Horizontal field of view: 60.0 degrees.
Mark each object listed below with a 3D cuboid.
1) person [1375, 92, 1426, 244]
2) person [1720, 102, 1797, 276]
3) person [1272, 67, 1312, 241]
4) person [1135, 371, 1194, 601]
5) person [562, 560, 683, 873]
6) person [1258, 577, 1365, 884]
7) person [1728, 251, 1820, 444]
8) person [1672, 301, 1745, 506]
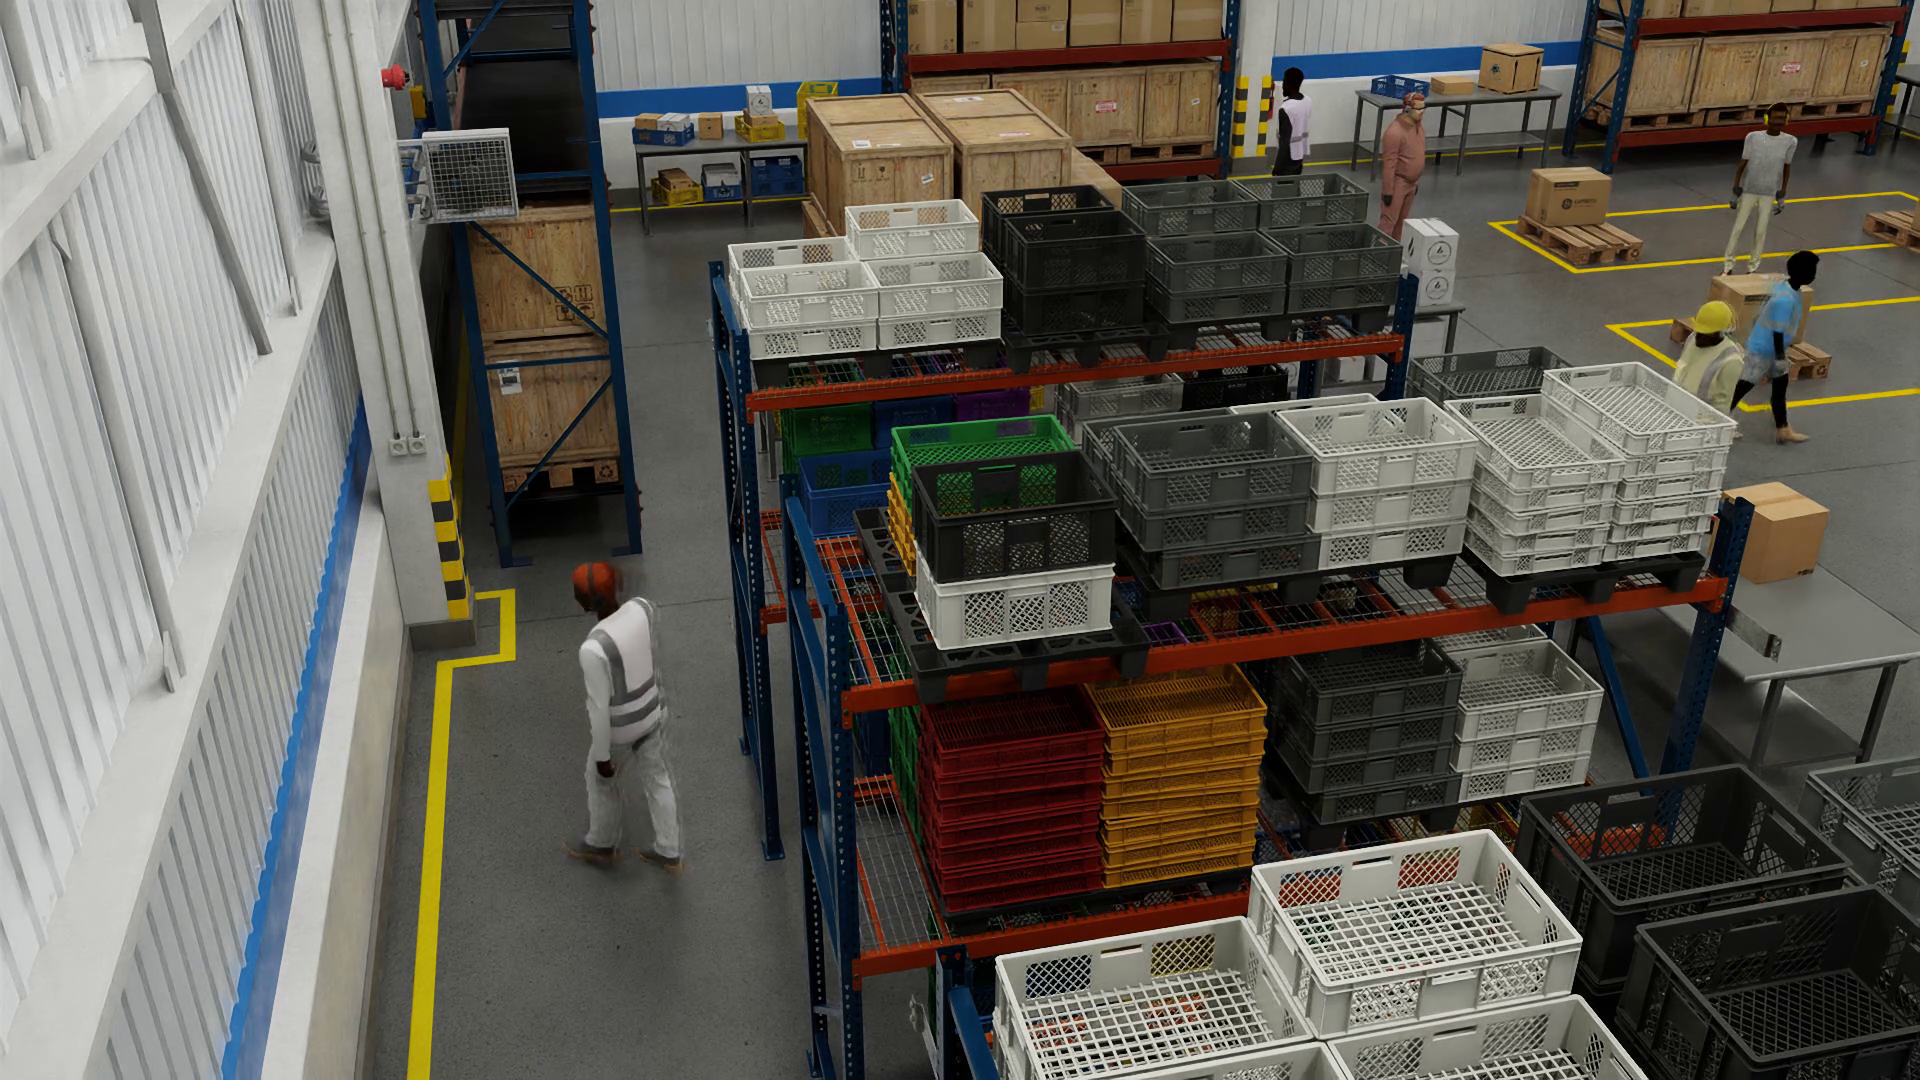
[{"bbox_3d":[4.612,-3.707,17.322,0.401,1.900,0.642,22,35,36],"label":"person"},{"bbox_3d":[8.182,-3.544,17.033,0.532,1.875,0.317,11,30,20],"label":"person"},{"bbox_3d":[3.623,-4.195,18.223,0.389,1.918,0.590,19,33,31],"label":"person"},{"bbox_3d":[1.362,-0.287,10.889,0.429,1.845,0.621,-18,33,-31],"label":"person"},{"bbox_3d":[-1.818,0.903,8.619,0.800,1.853,0.629,13,31,23],"label":"person"},{"bbox_3d":[1.726,1.052,8.259,0.631,1.931,0.396,-8,29,-15],"label":"person"},{"bbox_3d":[6.634,-1.535,13.447,0.823,1.650,0.549,17,32,29],"label":"person"},{"bbox_3d":[5.350,-0.900,12.097,0.420,1.796,0.626,-6,28,-12],"label":"person"}]
